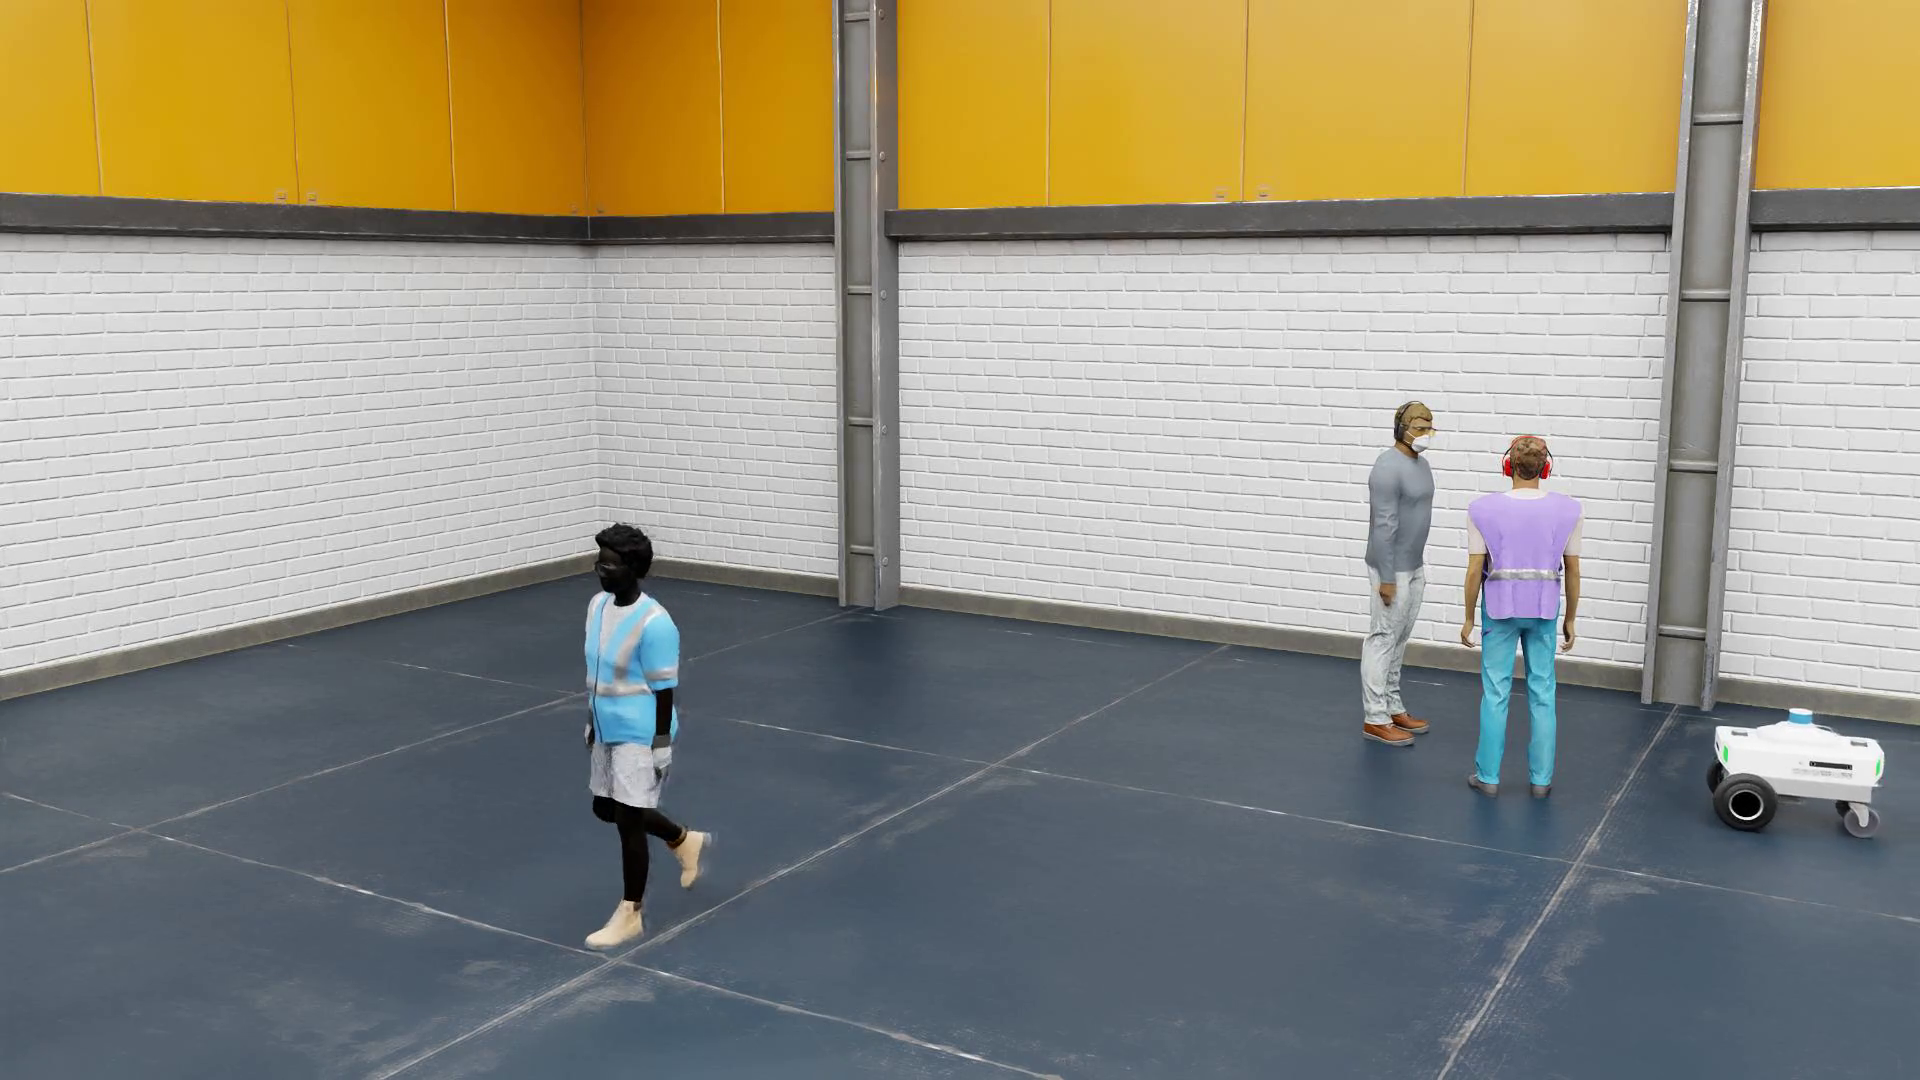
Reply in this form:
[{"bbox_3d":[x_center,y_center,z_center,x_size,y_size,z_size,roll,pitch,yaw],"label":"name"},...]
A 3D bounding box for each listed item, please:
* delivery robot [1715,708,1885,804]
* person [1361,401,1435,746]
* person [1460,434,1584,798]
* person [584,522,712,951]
[{"bbox_3d":[4.018,1.053,7.980,0.707,0.478,0.477,3,10,19],"label":"delivery robot"},{"bbox_3d":[2.502,0.176,9.450,0.379,1.937,0.629,6,11,34],"label":"person"},{"bbox_3d":[2.818,0.394,8.368,0.569,1.845,0.385,1,9,7],"label":"person"},{"bbox_3d":[-1.260,0.749,6.638,0.594,1.681,0.543,-8,12,-40],"label":"person"}]
